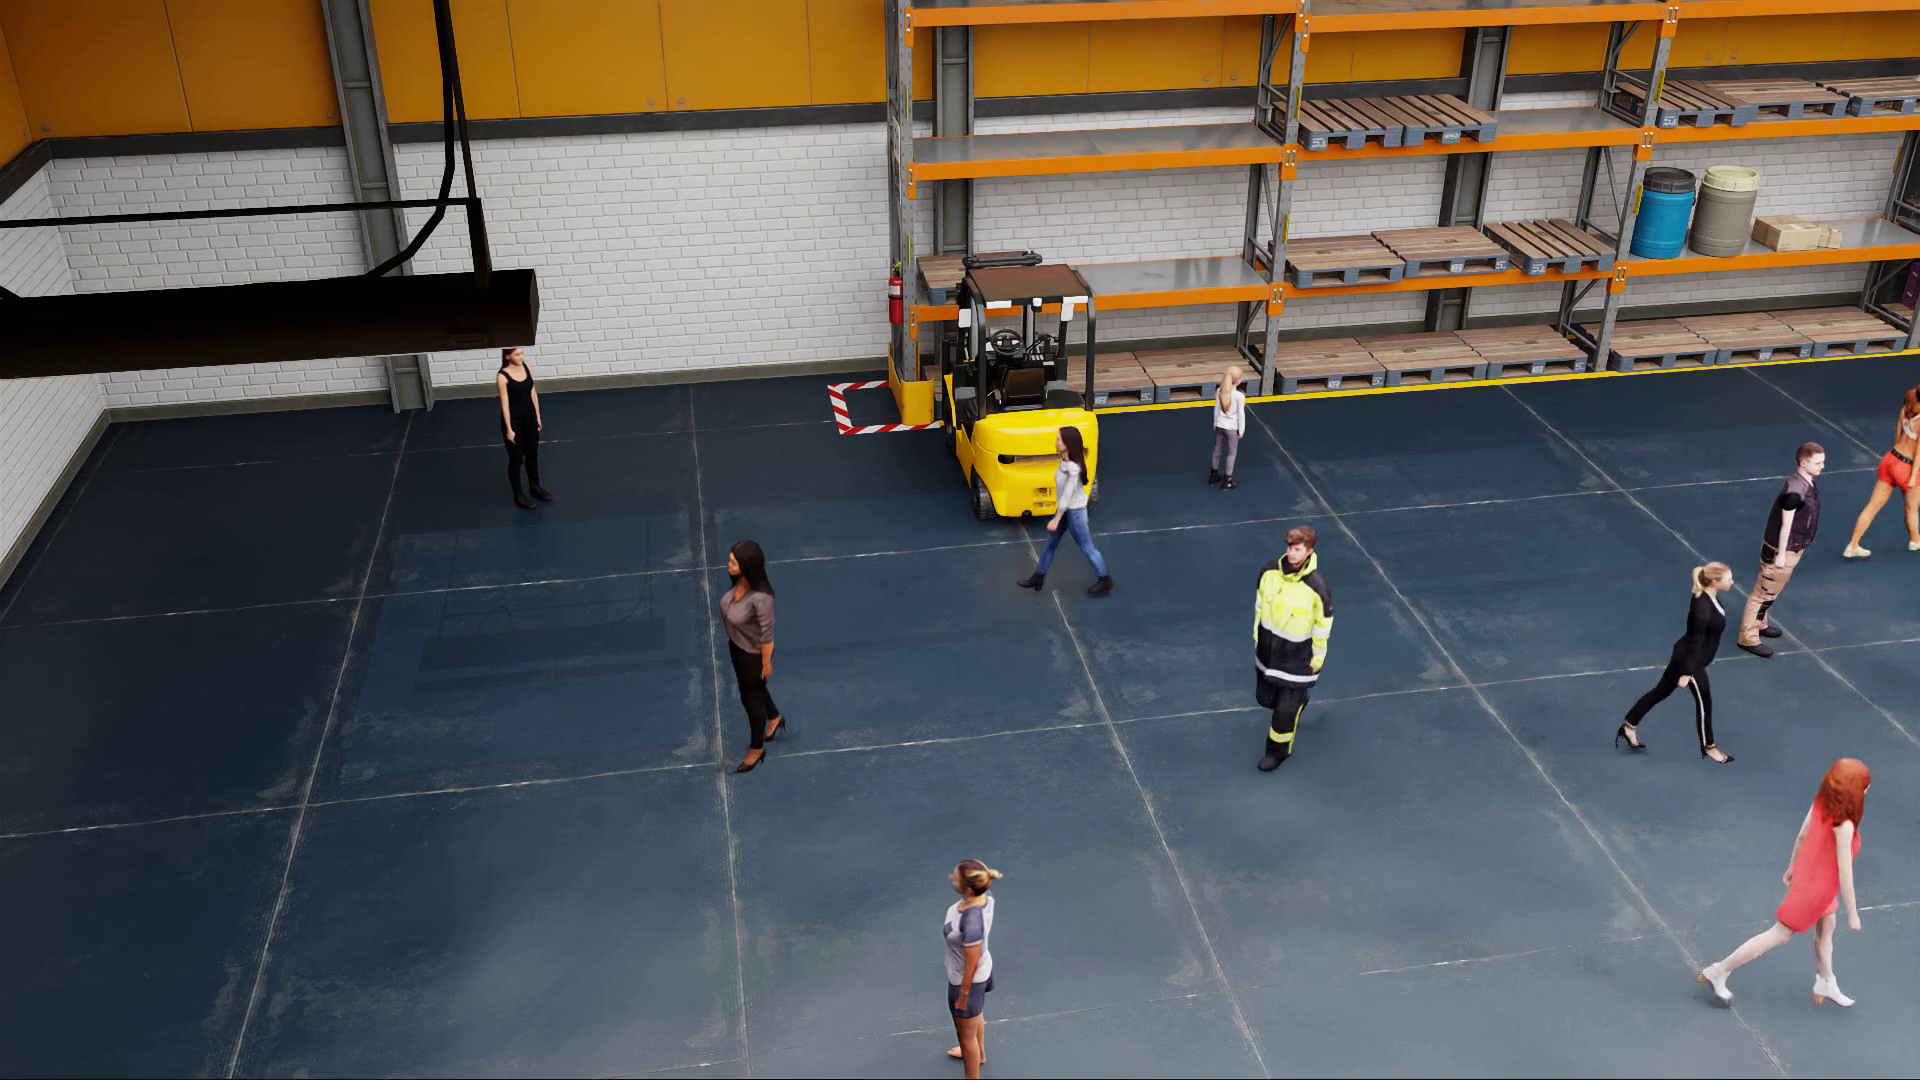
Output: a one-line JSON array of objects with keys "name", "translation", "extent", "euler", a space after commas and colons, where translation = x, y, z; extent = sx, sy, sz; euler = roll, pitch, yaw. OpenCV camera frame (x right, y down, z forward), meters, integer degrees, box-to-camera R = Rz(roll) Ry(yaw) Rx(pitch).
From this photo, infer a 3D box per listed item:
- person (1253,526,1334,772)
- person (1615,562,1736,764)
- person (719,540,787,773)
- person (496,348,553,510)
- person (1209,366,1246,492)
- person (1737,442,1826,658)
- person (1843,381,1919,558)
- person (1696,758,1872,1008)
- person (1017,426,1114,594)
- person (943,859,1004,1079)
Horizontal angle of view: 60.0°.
[{"name": "person", "translation": [2.448, 0.738, 12.130], "extent": [1.065, 1.966, 1.147], "euler": [24, 37, 37]}, {"name": "person", "translation": [5.242, 0.894, 12.165], "extent": [1.158, 1.659, 0.934], "euler": [8, 30, 15]}, {"name": "person", "translation": [-1.477, 0.796, 12.155], "extent": [0.830, 1.840, 0.762], "euler": [-14, 32, -25]}, {"name": "person", "translation": [-4.193, -1.120, 15.827], "extent": [0.729, 1.688, 0.671], "euler": [18, 33, 30]}, {"name": "person", "translation": [2.598, -1.096, 16.212], "extent": [0.586, 1.277, 0.637], "euler": [23, 36, 36]}, {"name": "person", "translation": [6.708, 0.031, 13.557], "extent": [0.825, 1.841, 0.765], "euler": [19, 34, 30]}, {"name": "person", "translation": [8.302, -0.601, 14.817], "extent": [1.104, 1.746, 0.598], "euler": [-6, 29, -10]}, {"name": "person", "translation": [4.941, 2.083, 9.857], "extent": [1.237, 1.782, 0.915], "euler": [6, 29, 11]}, {"name": "person", "translation": [1.051, -0.205, 14.260], "extent": [1.049, 1.581, 0.602], "euler": [-4, 29, -7]}, {"name": "person", "translation": [0.055, 2.441, 9.367], "extent": [0.661, 1.624, 0.653], "euler": [5, 29, 8]}]
